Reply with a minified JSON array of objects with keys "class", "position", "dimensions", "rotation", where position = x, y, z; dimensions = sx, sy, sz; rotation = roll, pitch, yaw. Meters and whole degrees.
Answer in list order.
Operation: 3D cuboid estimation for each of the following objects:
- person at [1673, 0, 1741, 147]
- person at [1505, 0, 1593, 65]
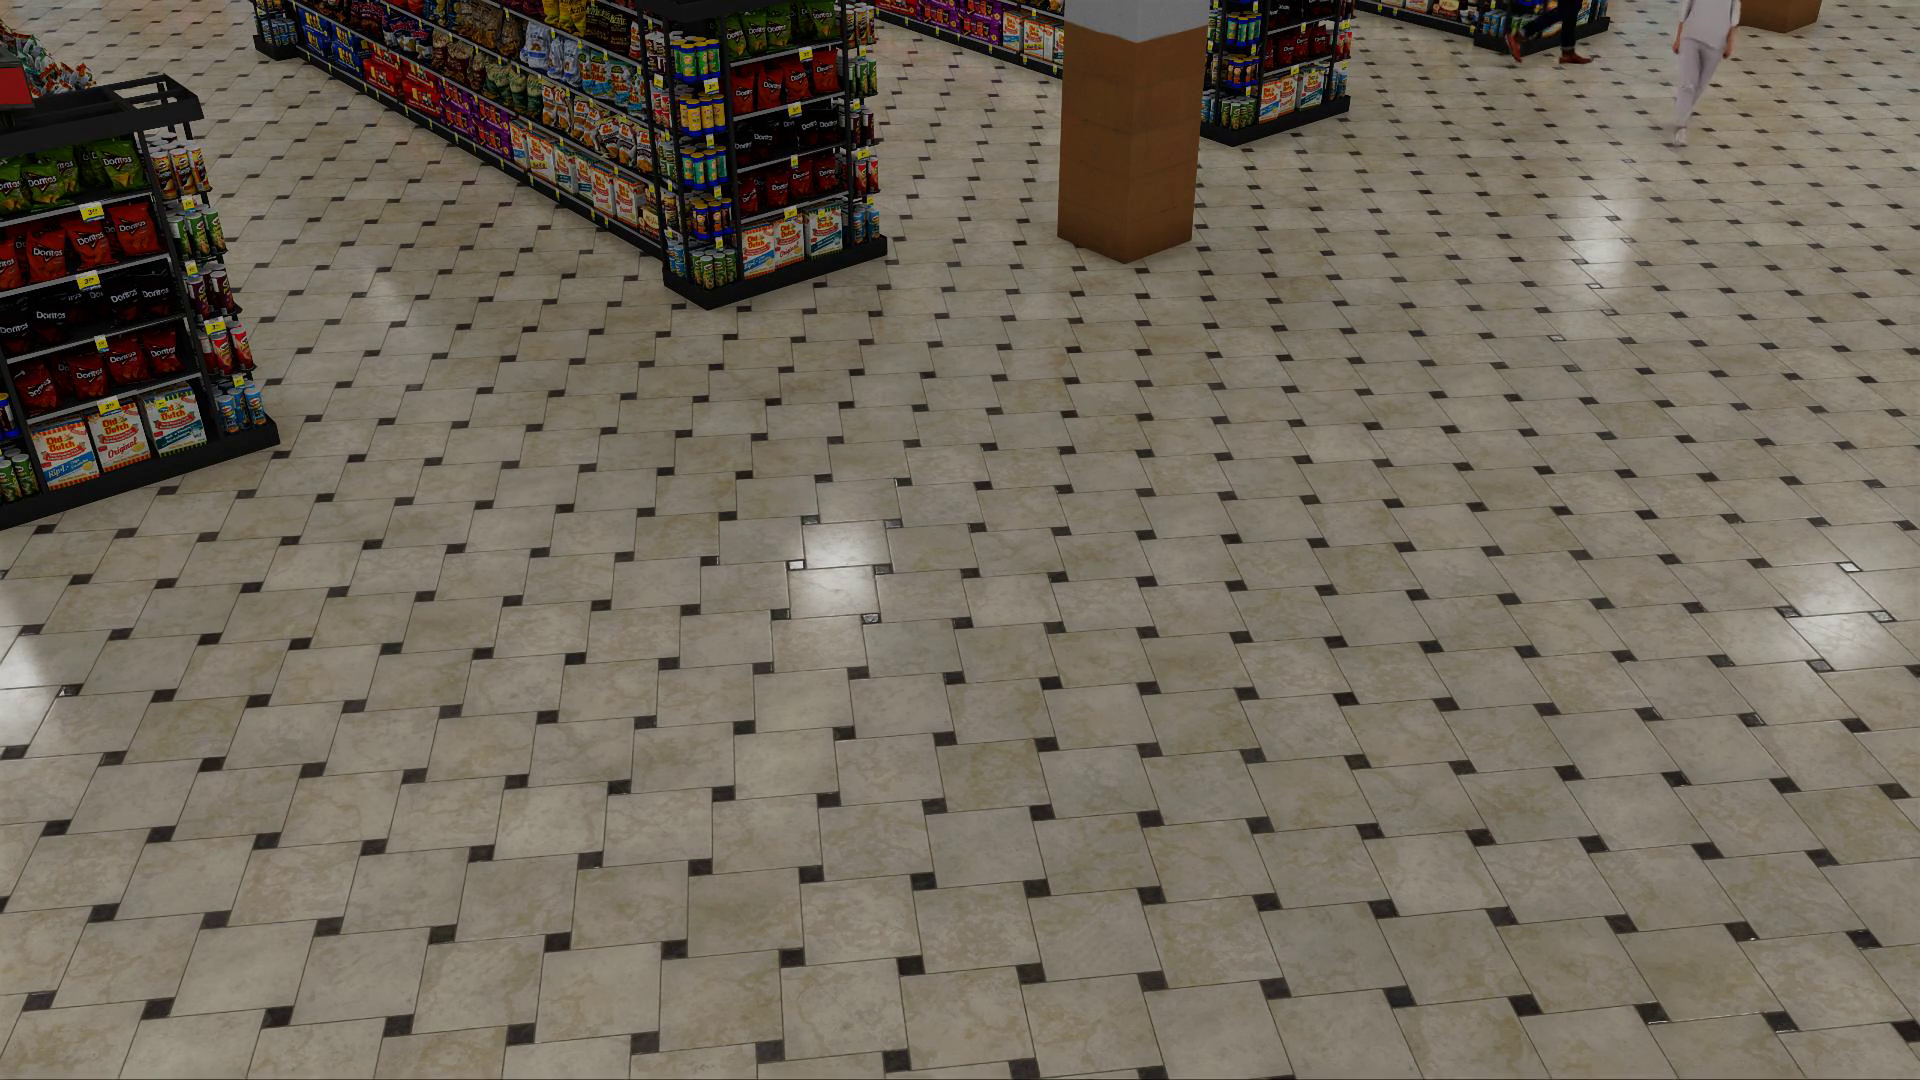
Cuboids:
[{"class":"person","position":[6.124,-4.137,13.700],"dimensions":[1.080,1.656,1.040],"rotation":[8,33,13]},{"class":"person","position":[5.577,-5.295,15.427],"dimensions":[1.210,1.798,1.127],"rotation":[4,32,7]}]
